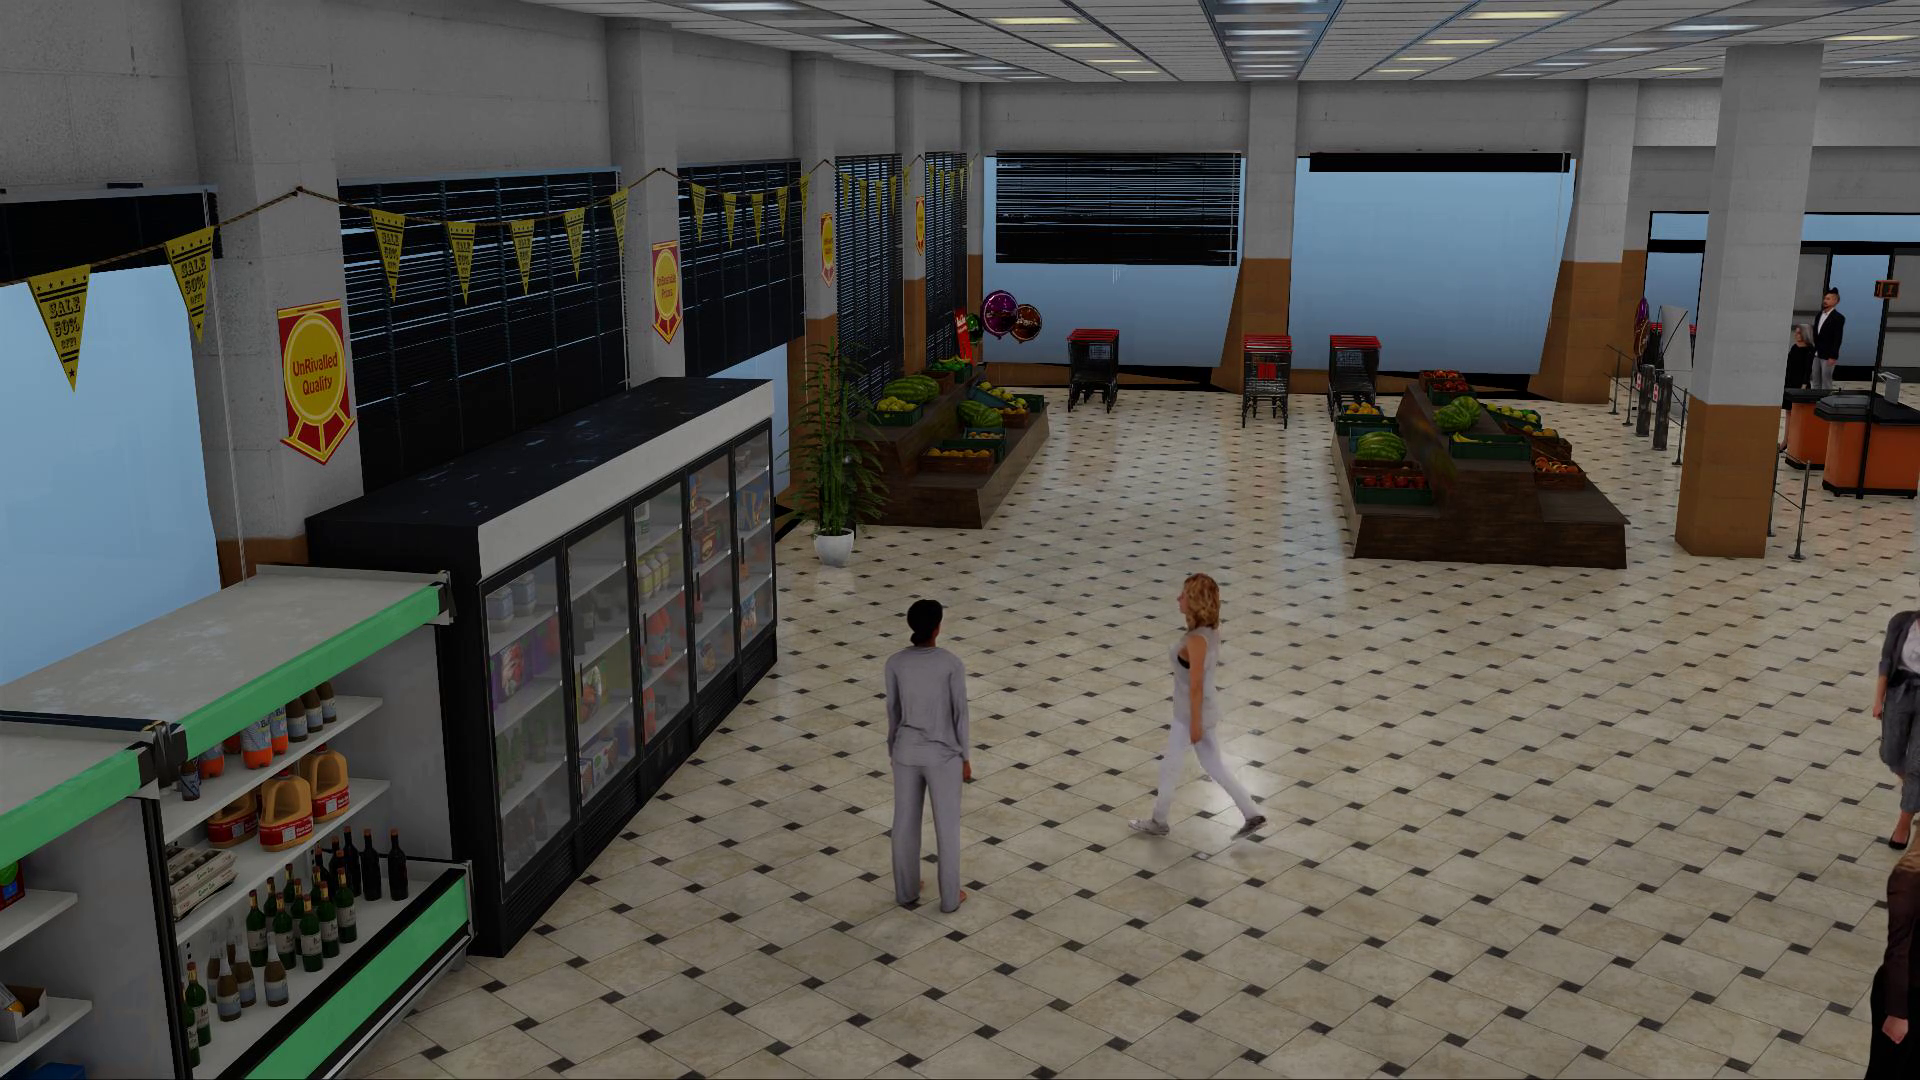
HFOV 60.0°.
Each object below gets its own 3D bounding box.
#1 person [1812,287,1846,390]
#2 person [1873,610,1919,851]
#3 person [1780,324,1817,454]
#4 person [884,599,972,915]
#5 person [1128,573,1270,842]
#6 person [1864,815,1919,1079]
[{"bbox_3d":[13.089,-2.843,25.141,0.846,1.948,0.686,-3,14,-11],"label":"person"},{"bbox_3d":[5.732,0.991,9.940,0.905,1.661,1.045,11,18,39],"label":"person"},{"bbox_3d":[11.116,-2.006,22.113,0.739,1.747,0.627,-3,14,-13],"label":"person"},{"bbox_3d":[-0.179,1.168,9.055,0.662,1.733,0.601,5,14,19],"label":"person"},{"bbox_3d":[1.478,1.028,9.834,0.812,1.640,1.064,5,15,21],"label":"person"},{"bbox_3d":[3.767,1.790,6.570,0.676,1.696,0.705,-7,15,-27],"label":"person"}]
